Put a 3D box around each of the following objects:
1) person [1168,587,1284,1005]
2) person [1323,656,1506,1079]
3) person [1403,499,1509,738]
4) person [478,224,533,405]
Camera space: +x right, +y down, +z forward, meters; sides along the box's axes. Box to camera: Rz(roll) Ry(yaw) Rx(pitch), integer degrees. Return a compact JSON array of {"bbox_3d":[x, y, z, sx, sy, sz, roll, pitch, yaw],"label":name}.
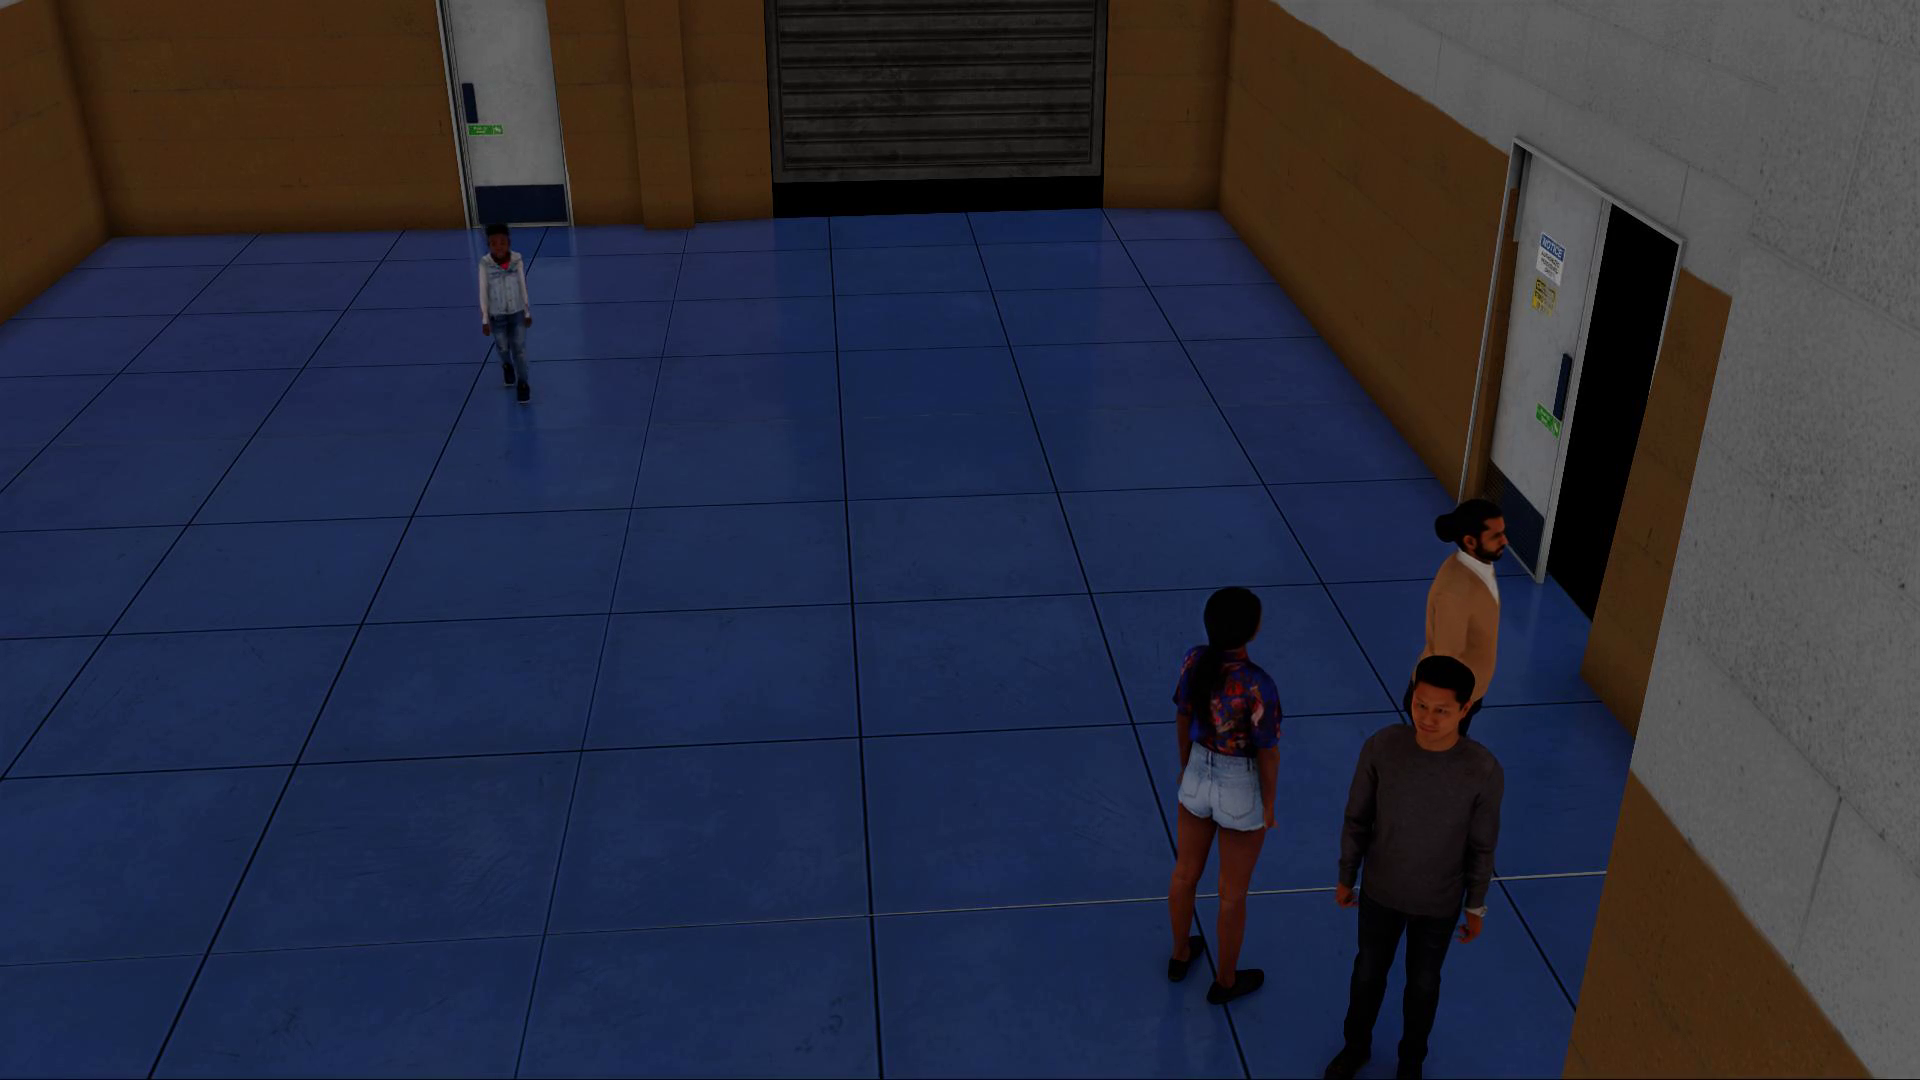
[{"bbox_3d":[0.966,0.937,6.150,0.667,1.743,0.716,23,35,37],"label":"person"},{"bbox_3d":[1.546,1.175,5.654,0.646,1.767,0.782,-9,28,-17],"label":"person"},{"bbox_3d":[1.971,0.632,6.731,0.771,1.754,0.756,12,29,23],"label":"person"},{"bbox_3d":[-3.216,-1.641,11.789,0.852,1.241,0.643,-6,28,-12],"label":"person"}]
